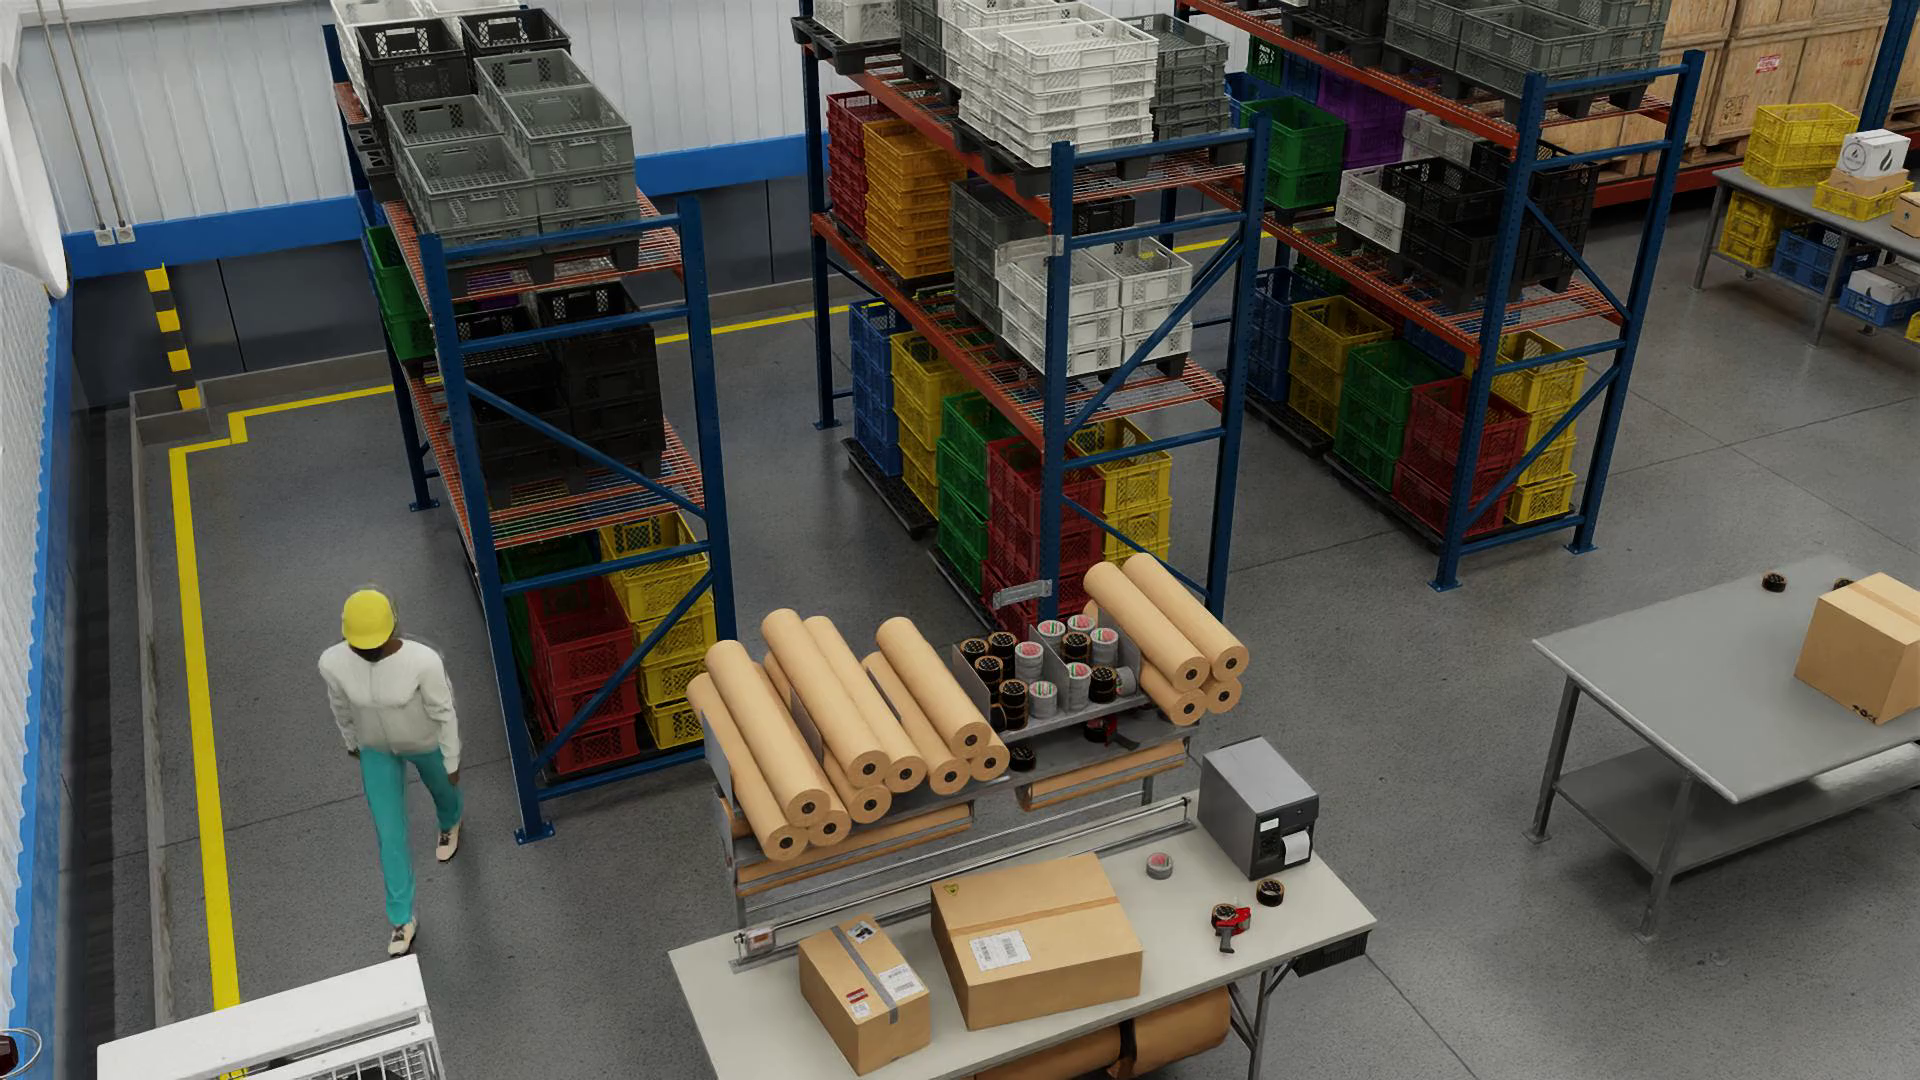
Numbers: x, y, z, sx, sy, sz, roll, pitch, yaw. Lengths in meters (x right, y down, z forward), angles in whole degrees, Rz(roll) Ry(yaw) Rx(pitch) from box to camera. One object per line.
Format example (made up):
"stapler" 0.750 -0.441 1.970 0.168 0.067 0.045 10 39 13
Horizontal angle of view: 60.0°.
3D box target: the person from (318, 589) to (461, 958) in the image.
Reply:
"person" -2.402 0.895 7.136 0.533 1.698 0.974 -3 32 -5
